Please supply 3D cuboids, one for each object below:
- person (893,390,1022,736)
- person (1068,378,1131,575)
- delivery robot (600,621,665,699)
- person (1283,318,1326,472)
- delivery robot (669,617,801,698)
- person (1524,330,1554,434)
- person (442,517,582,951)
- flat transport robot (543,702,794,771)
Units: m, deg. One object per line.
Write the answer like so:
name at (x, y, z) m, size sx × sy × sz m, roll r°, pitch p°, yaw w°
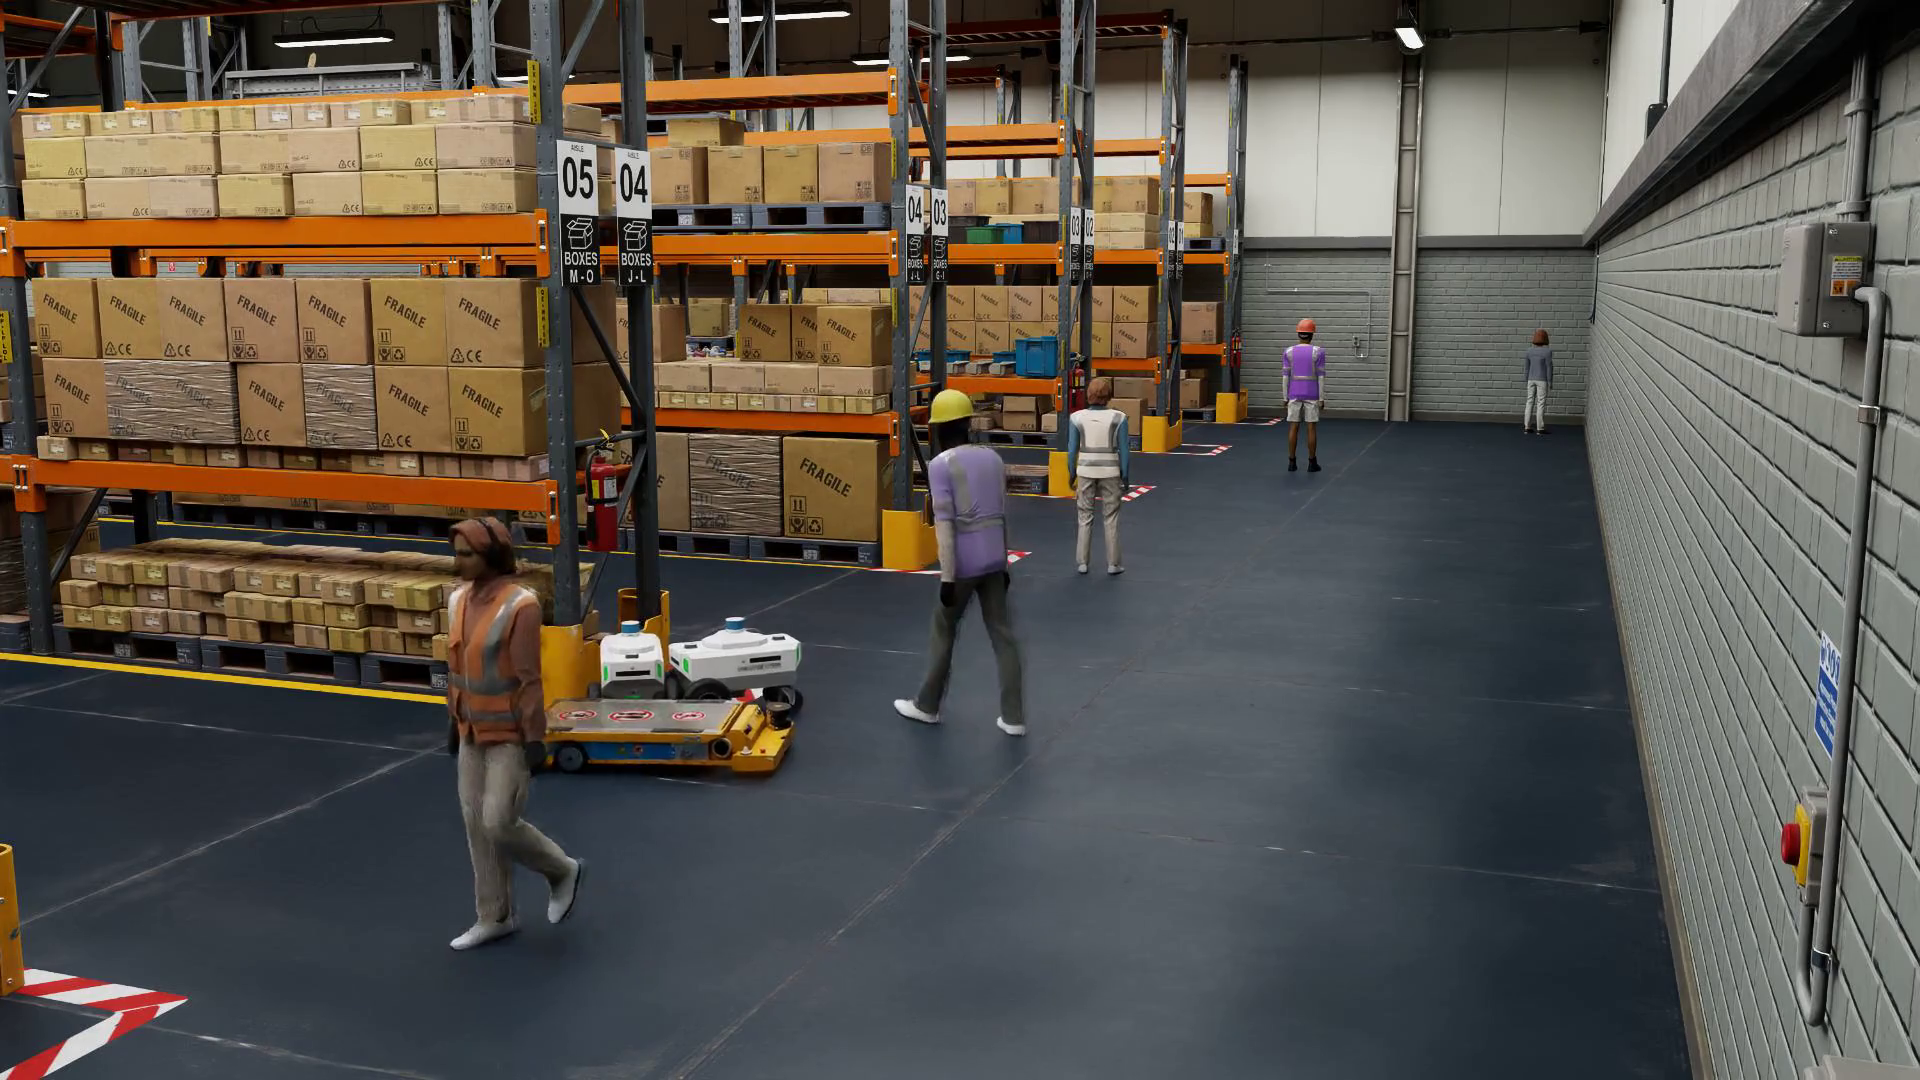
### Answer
person at (0.023, 0.122, 9.114) m, size 0.824 × 1.869 × 0.619 m, roll 9°, pitch 13°, yaw 43°
person at (1.154, -0.521, 13.823) m, size 0.522 × 1.638 × 0.310 m, roll 2°, pitch 9°, yaw 13°
delivery robot at (-1.840, 0.695, 9.313) m, size 0.477 × 0.478 × 0.707 m, roll -2°, pitch 9°, yaw -12°
person at (4.353, -1.826, 21.039) m, size 0.542 × 1.938 × 0.358 m, roll 4°, pitch 10°, yaw 22°
delivery robot at (-1.269, 0.680, 9.406) m, size 0.707 × 0.478 × 0.477 m, roll -4°, pitch 10°, yaw -25°
person at (9.027, -2.459, 25.937) m, size 0.280 × 1.633 × 0.507 m, roll -6°, pitch 11°, yaw -33°
person at (-1.696, 0.711, 6.165) m, size 0.531 × 1.622 × 0.423 m, roll 8°, pitch 12°, yaw 39°
flat transport robot at (-1.615, 0.998, 8.598) m, size 1.431 × 0.197 × 0.652 m, roll 0°, pitch 9°, yaw 3°
